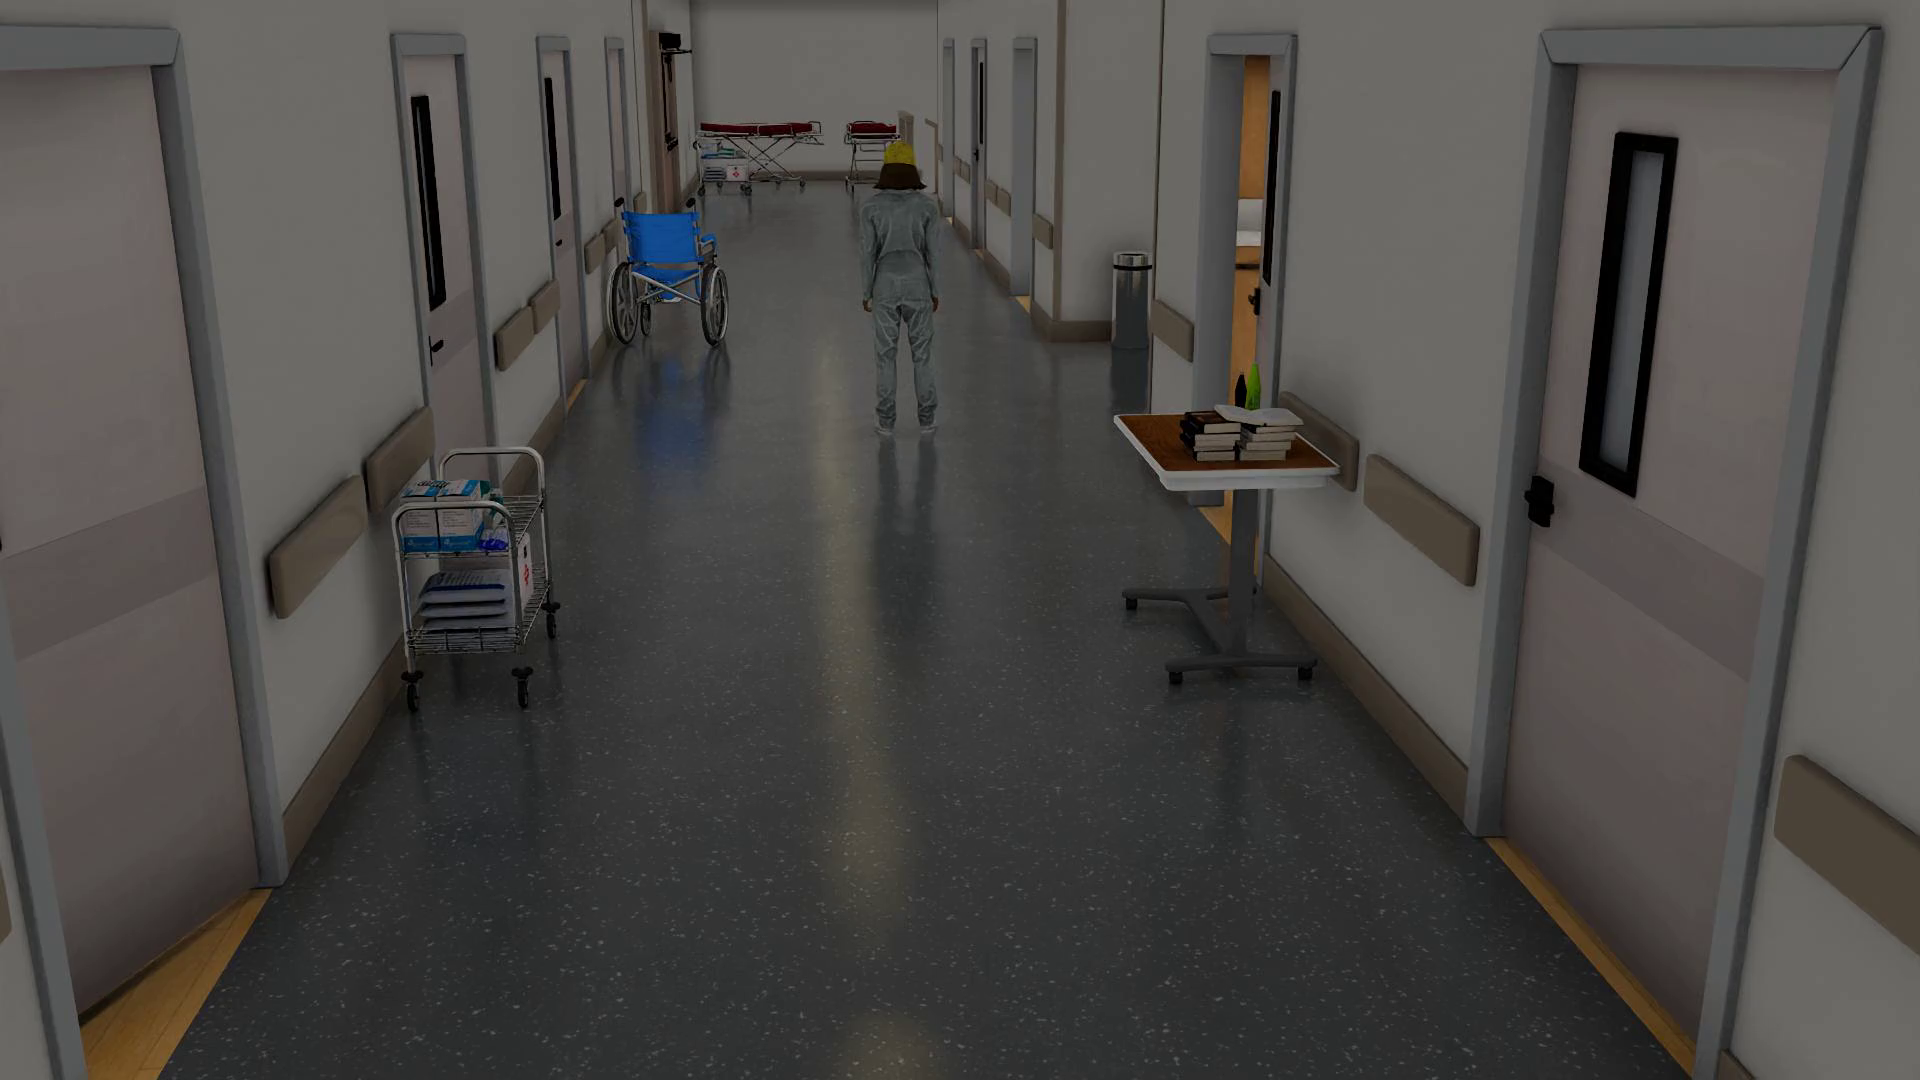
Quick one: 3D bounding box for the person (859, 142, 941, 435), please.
[{"bbox_3d":[-0.358,-1.495,9.973,0.487,1.732,0.328,-1,17,-4],"label":"person"}]
